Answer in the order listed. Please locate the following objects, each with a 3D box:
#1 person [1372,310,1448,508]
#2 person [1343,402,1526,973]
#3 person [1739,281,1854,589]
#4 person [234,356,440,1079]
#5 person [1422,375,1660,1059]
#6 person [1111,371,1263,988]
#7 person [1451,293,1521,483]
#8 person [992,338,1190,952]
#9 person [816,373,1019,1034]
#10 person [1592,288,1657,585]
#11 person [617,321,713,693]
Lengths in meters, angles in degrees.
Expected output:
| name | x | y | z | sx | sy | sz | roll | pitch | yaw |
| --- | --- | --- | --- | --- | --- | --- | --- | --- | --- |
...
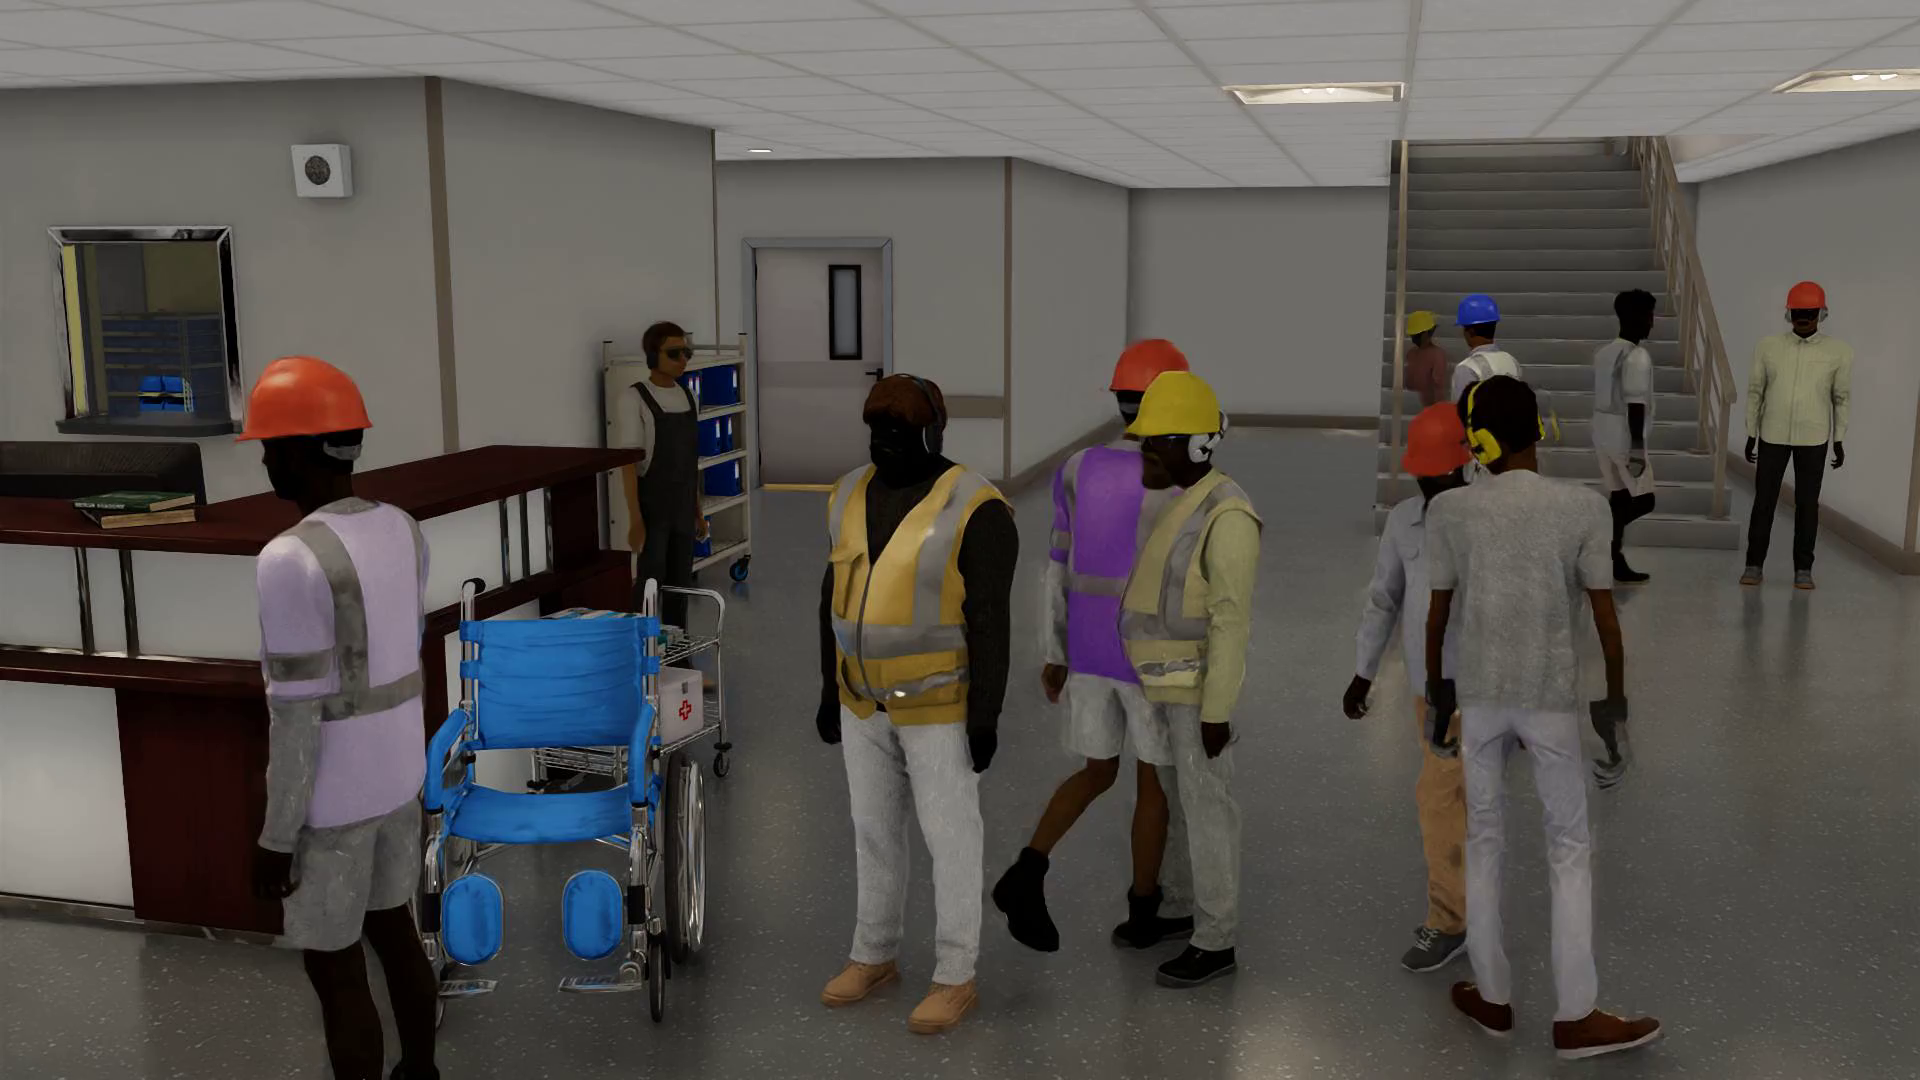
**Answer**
| name | x | y | z | sx | sy | sz | roll | pitch | yaw |
| --- | --- | --- | --- | --- | --- | --- | --- | --- | --- |
| person | 4.015 | -1.118 | 14.290 | 0.894 | 1.706 | 0.556 | -4 | 11 | -24 |
| person | 1.454 | 0.434 | 5.083 | 0.601 | 1.718 | 0.589 | -4 | 10 | -23 |
| person | 5.431 | -0.675 | 10.820 | 0.612 | 1.996 | 0.389 | 5 | 11 | 28 |
| person | -1.415 | 0.550 | 3.783 | 0.378 | 1.932 | 0.554 | 1 | 10 | 8 |
| person | 1.586 | 0.474 | 4.555 | 0.670 | 1.829 | 0.449 | 5 | 11 | 27 |
| person | 0.655 | 0.409 | 4.966 | 0.404 | 1.827 | 0.595 | -4 | 10 | -20 |
| person | 2.974 | -0.435 | 9.552 | 0.403 | 1.944 | 0.605 | 9 | 13 | 41 |
| person | 0.444 | 0.353 | 5.021 | 0.559 | 1.910 | 0.715 | 9 | 13 | 42 |
| person | -0.141 | 0.454 | 4.661 | 0.626 | 1.841 | 0.429 | 7 | 12 | 37 |
| person | 4.256 | -0.645 | 10.750 | 0.541 | 1.950 | 0.631 | 0 | 10 | -1 |
| person | -1.427 | -0.130 | 8.059 | 0.330 | 1.841 | 0.527 | 6 | 11 | 31 |
